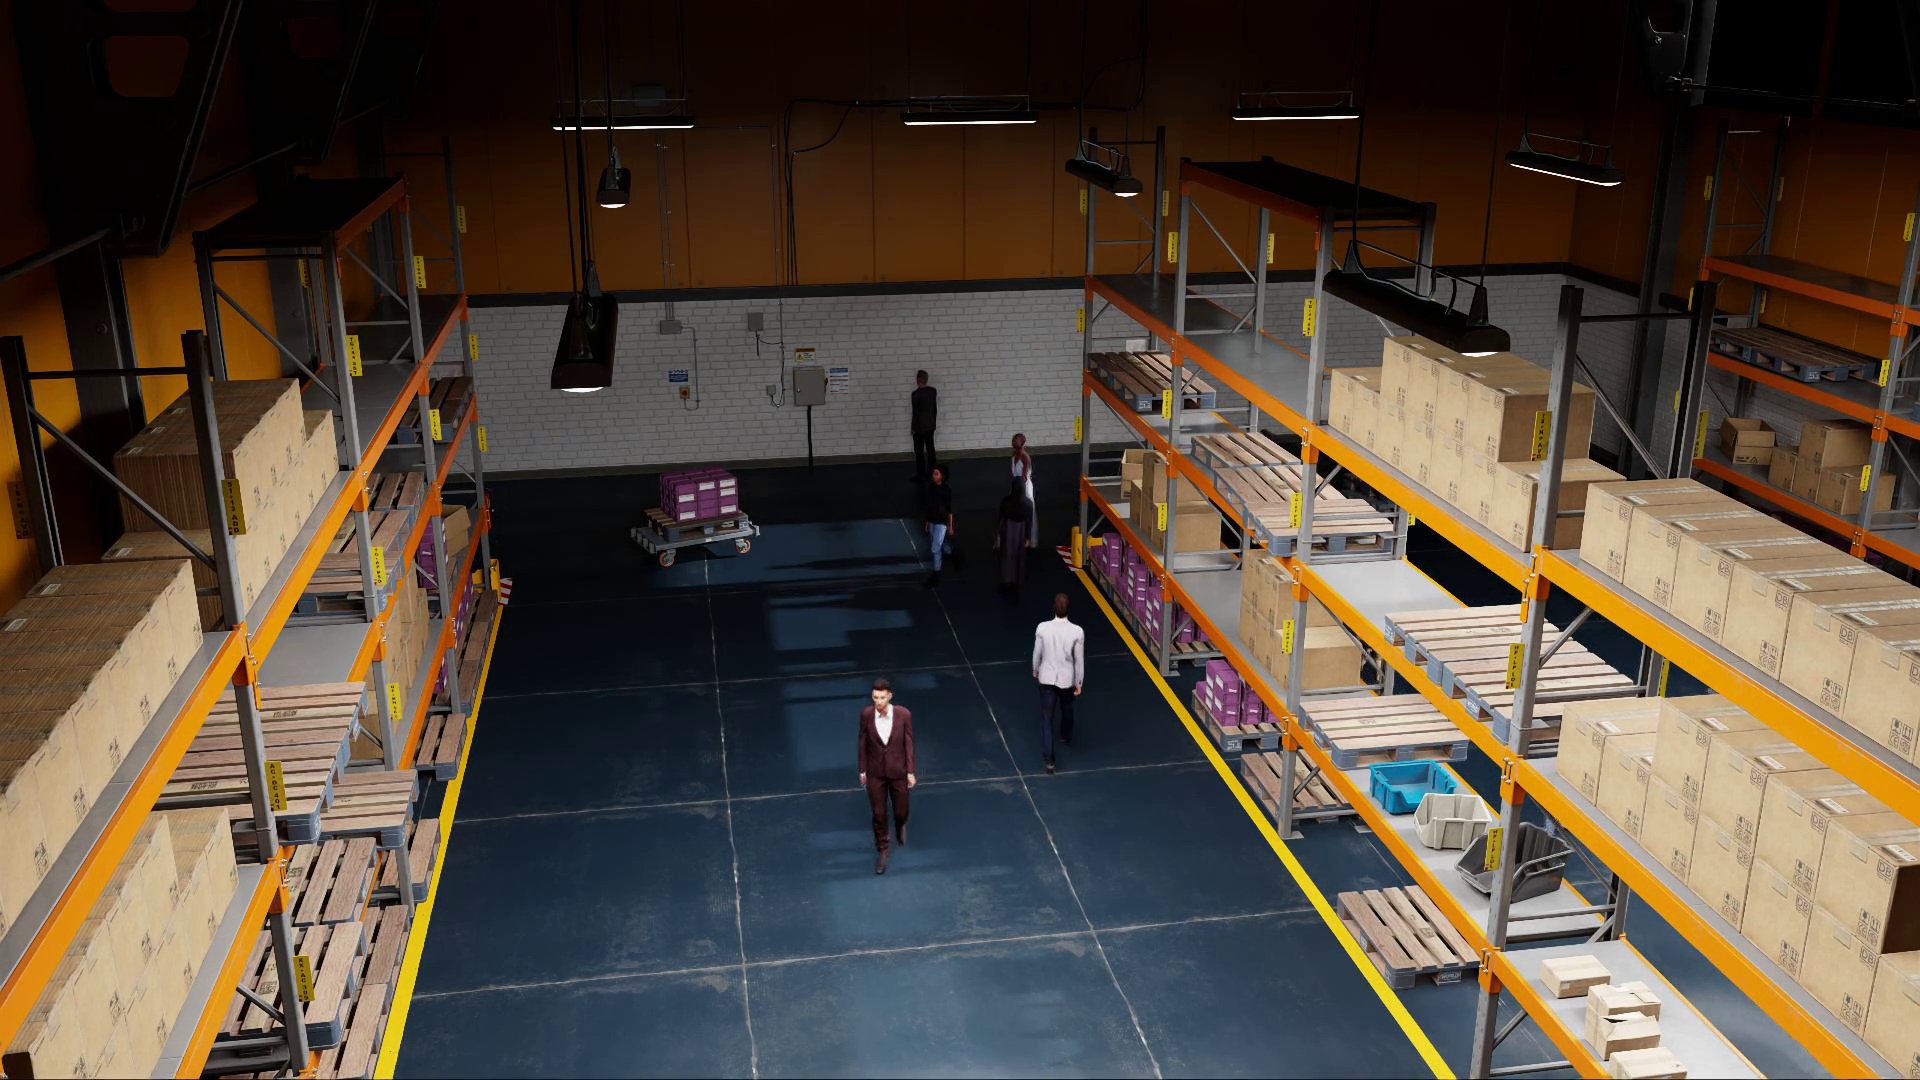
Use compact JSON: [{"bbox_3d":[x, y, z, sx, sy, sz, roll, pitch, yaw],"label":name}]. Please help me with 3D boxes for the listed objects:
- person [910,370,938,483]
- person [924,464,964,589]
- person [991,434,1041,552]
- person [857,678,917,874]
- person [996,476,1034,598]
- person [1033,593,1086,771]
[{"bbox_3d":[-0.602,-1.875,27.121,0.817,1.840,0.805,17,25,41],"label":"person"},{"bbox_3d":[-0.228,-0.218,22.467,1.043,1.669,1.018,17,25,40],"label":"person"},{"bbox_3d":[0.973,-0.654,23.632,0.896,1.752,0.989,-13,23,-34],"label":"person"},{"bbox_3d":[-0.656,2.102,15.298,0.820,1.848,0.981,1,19,3],"label":"person"},{"bbox_3d":[0.705,-0.034,22.035,0.829,1.596,1.080,1,19,2],"label":"person"},{"bbox_3d":[0.998,1.493,17.179,0.883,1.802,1.260,1,19,3],"label":"person"}]
